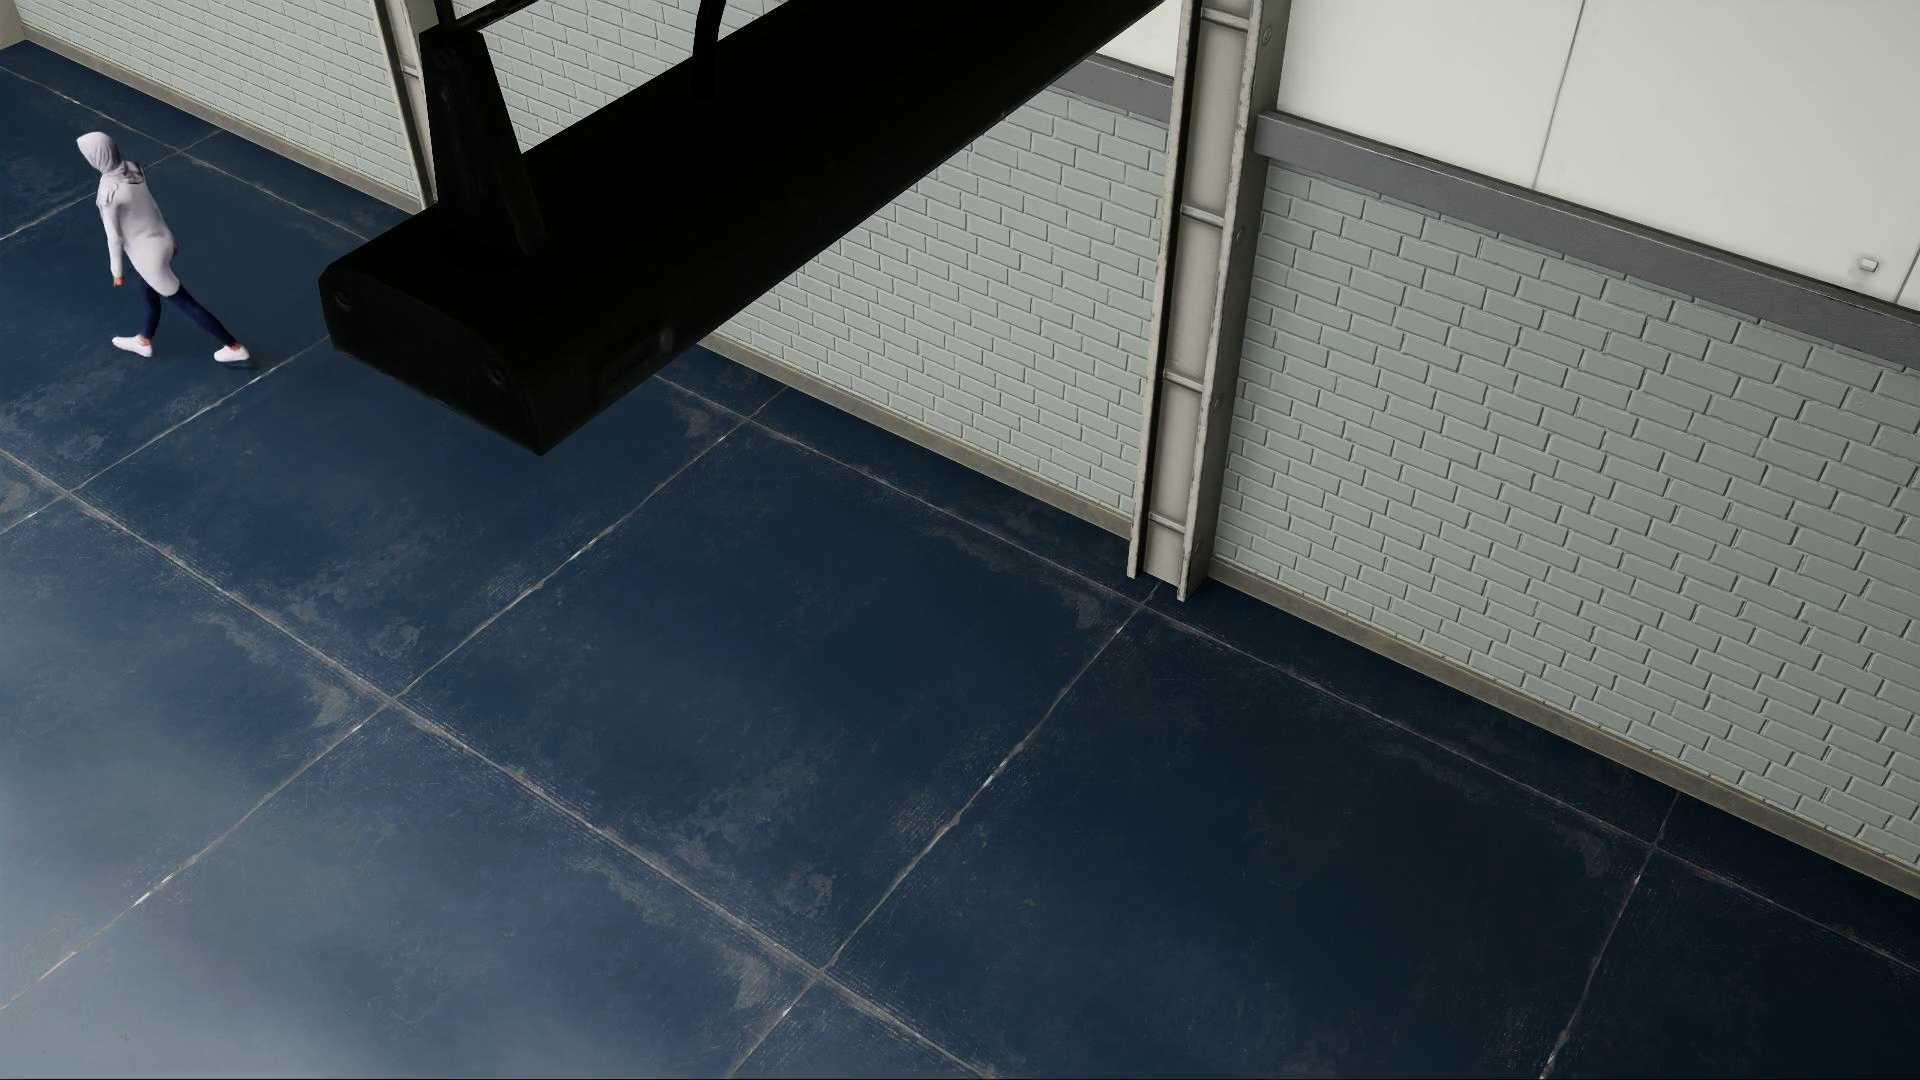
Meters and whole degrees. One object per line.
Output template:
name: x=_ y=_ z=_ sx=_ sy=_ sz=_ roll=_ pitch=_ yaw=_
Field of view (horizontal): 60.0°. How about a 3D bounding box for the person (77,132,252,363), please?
person: x=-5.134 y=-1.808 z=10.750 sx=1.254 sy=1.725 sz=1.047 roll=3 pitch=43 yaw=3
